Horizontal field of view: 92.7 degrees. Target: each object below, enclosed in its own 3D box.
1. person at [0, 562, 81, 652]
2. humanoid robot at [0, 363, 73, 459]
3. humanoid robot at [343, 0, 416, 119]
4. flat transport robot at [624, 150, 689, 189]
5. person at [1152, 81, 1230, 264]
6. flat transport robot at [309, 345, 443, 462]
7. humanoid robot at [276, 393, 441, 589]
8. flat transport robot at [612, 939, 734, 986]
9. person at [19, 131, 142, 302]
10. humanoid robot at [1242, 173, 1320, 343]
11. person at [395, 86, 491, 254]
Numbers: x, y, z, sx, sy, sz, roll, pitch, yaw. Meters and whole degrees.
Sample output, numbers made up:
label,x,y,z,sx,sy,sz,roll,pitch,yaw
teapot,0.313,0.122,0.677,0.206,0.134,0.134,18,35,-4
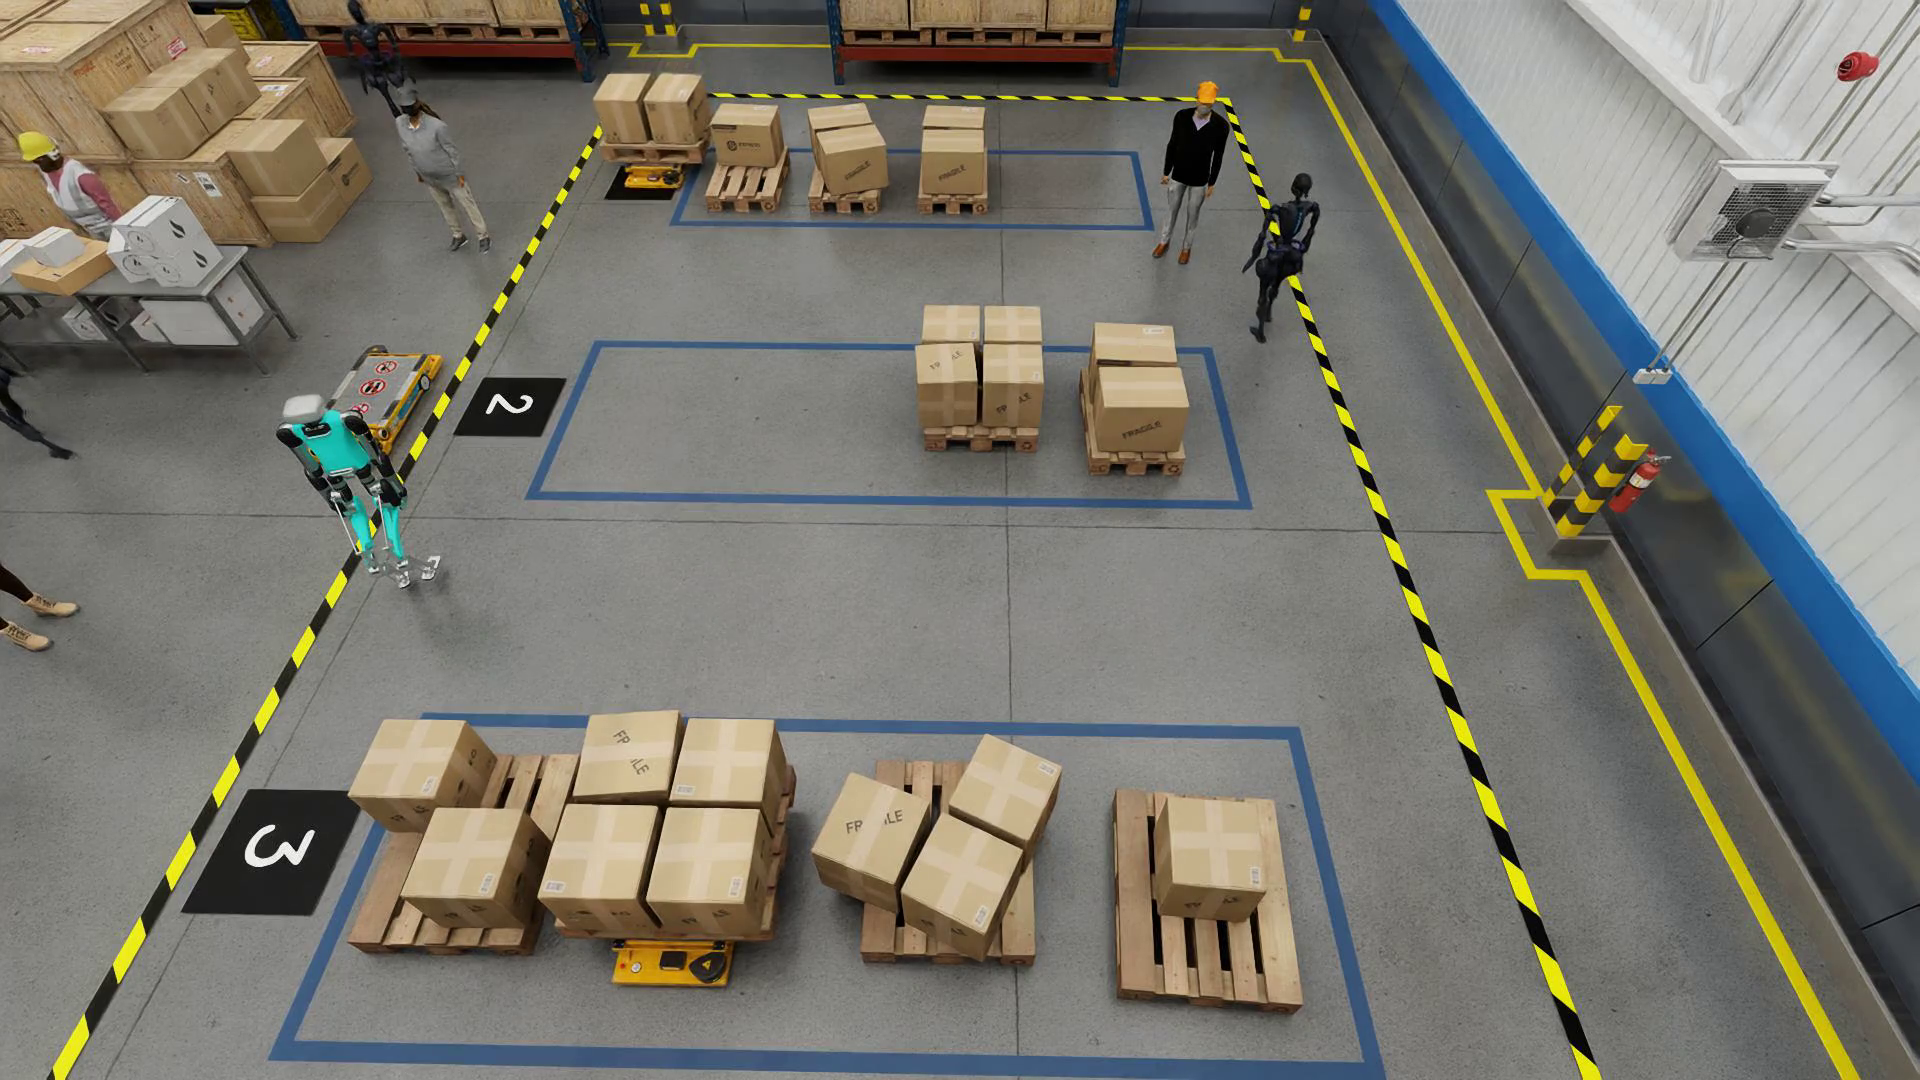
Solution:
label,x,y,z,sx,sy,sz,roll,pitch,yaw
person,-6.941,0.004,6.203,0.368,2.044,0.606,2,50,2
humanoid robot,-8.247,-1.340,7.610,0.802,1.622,0.583,12,51,10
humanoid robot,-7.144,-5.799,11.356,0.609,1.638,0.470,-25,54,-20
flat transport robot,-3.697,-4.831,11.437,0.652,0.197,1.431,1,50,1
person,2.385,-3.785,9.512,0.590,1.884,0.354,21,53,17
flat transport robot,-5.383,-1.269,8.441,0.659,0.231,1.431,1,50,1
humanoid robot,-4.243,-0.208,6.492,0.533,1.679,0.735,-13,51,-11
flat transport robot,-1.659,1.971,5.681,0.652,0.197,1.431,1,50,1
person,-8.445,-3.134,9.007,0.637,1.822,0.404,19,52,16
humanoid robot,3.023,-2.712,8.747,0.589,1.642,0.550,-7,50,-6
person,-5.477,-3.887,9.673,0.564,1.769,0.395,5,50,4
